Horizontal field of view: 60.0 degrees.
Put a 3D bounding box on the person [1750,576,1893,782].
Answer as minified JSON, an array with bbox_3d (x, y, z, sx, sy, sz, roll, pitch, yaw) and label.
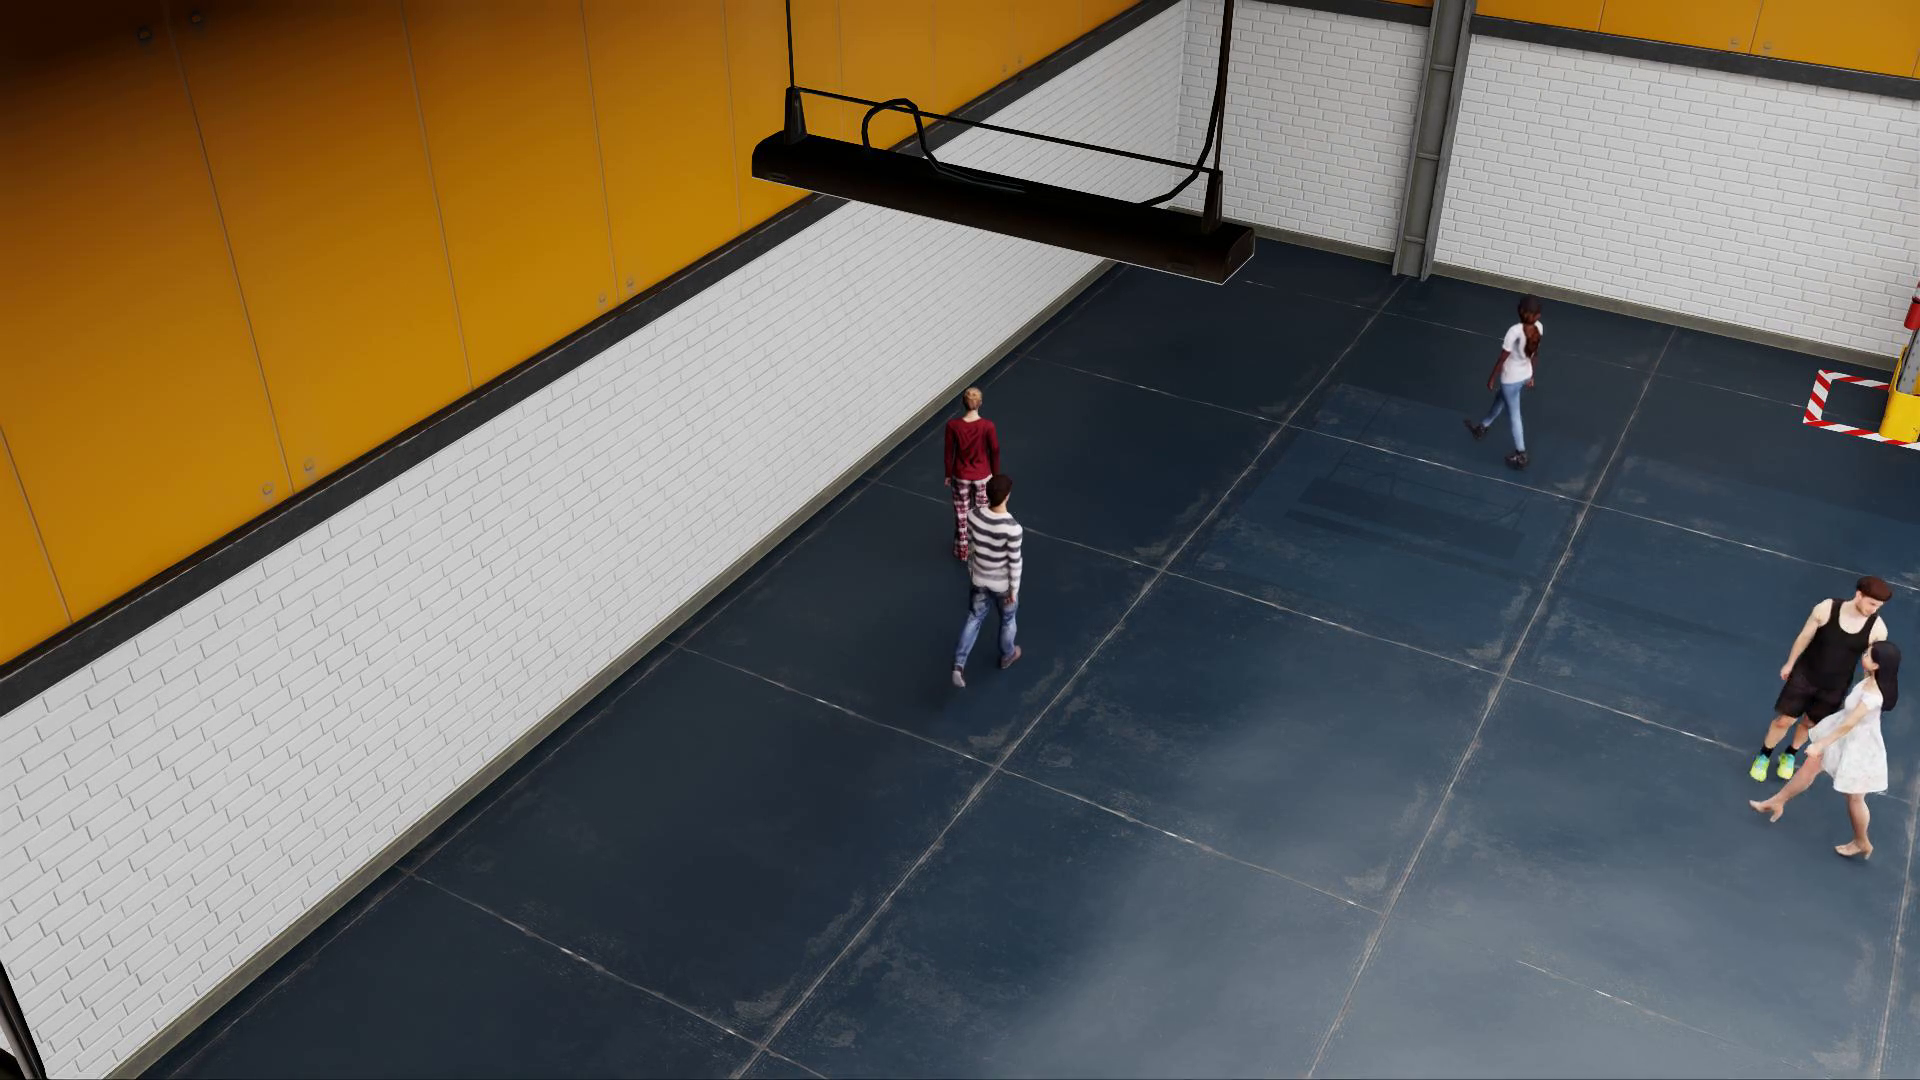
[{"bbox_3d":[6.149,0.950,11.909,0.599,1.860,0.788,26,41,33],"label":"person"}]

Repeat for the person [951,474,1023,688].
[{"bbox_3d":[0.206,0.347,12.842,0.976,1.832,0.709,18,37,24],"label":"person"}]

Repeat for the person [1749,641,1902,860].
[{"bbox_3d":[6.093,1.468,11.242,1.081,1.735,0.699,23,40,30],"label":"person"}]

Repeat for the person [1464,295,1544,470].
[{"bbox_3d":[5.294,-1.461,15.702,0.935,1.676,1.183,-21,39,-28],"label":"person"}]

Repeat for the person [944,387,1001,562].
[{"bbox_3d":[0.100,-0.573,14.345,0.611,1.700,0.752,1,34,2],"label":"person"}]
